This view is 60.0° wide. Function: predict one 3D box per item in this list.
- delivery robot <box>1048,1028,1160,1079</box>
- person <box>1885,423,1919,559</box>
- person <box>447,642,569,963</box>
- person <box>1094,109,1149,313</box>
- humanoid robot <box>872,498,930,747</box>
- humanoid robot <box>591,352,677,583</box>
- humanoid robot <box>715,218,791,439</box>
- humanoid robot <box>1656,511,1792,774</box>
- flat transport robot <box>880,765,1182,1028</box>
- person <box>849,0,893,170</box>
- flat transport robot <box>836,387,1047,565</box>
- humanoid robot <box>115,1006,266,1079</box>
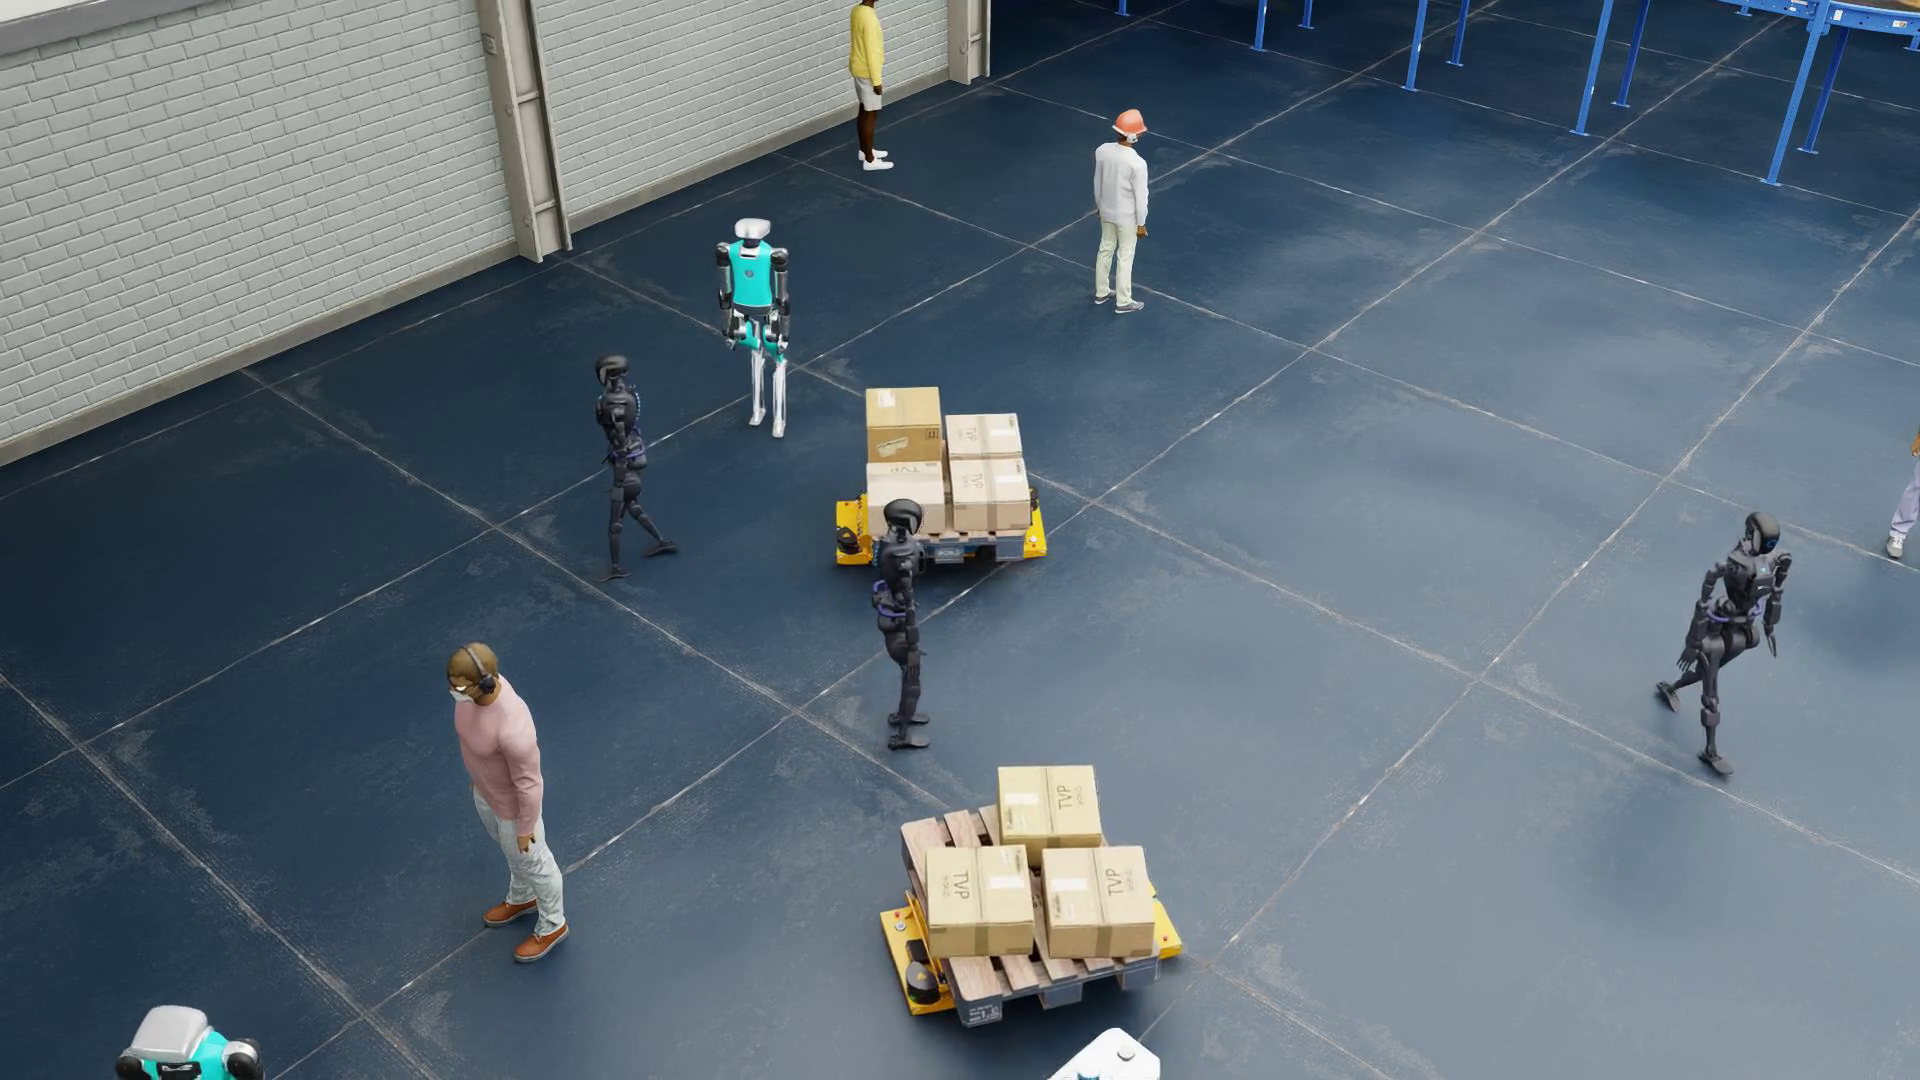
[{"bbox_3d":[0.569,2.573,7.520,0.765,0.585,0.499,-29,45,-34],"label":"delivery robot"},{"bbox_3d":[6.606,-0.665,10.975,0.557,1.837,0.392,16,38,21],"label":"person"},{"bbox_3d":[-2.236,1.266,8.174,0.373,1.938,0.629,-25,43,-31],"label":"person"},{"bbox_3d":[1.374,-2.773,14.001,0.341,1.748,0.571,-26,43,-32],"label":"person"},{"bbox_3d":[-0.337,0.452,9.542,0.305,1.655,0.611,-7,36,-9],"label":"humanoid robot"},{"bbox_3d":[-2.226,-0.510,10.906,0.612,1.636,0.588,-9,37,-13],"label":"humanoid robot"},{"bbox_3d":[-1.466,-1.653,12.396,0.547,1.748,0.677,5,36,6],"label":"humanoid robot"},{"bbox_3d":[4.401,0.510,9.510,0.586,1.632,0.819,-9,36,-12],"label":"humanoid robot"},{"bbox_3d":[0.355,1.991,8.592,1.431,0.231,0.659,-10,37,-13],"label":"flat transport robot"},{"bbox_3d":[-0.904,-4.628,16.492,0.387,1.895,0.550,-9,36,-13],"label":"person"},{"bbox_3d":[-0.141,-0.112,11.545,1.431,0.231,0.659,-2,36,-3],"label":"flat transport robot"},{"bbox_3d":[-2.902,2.648,6.414,0.548,1.741,1.013,0,35,0],"label":"humanoid robot"}]
